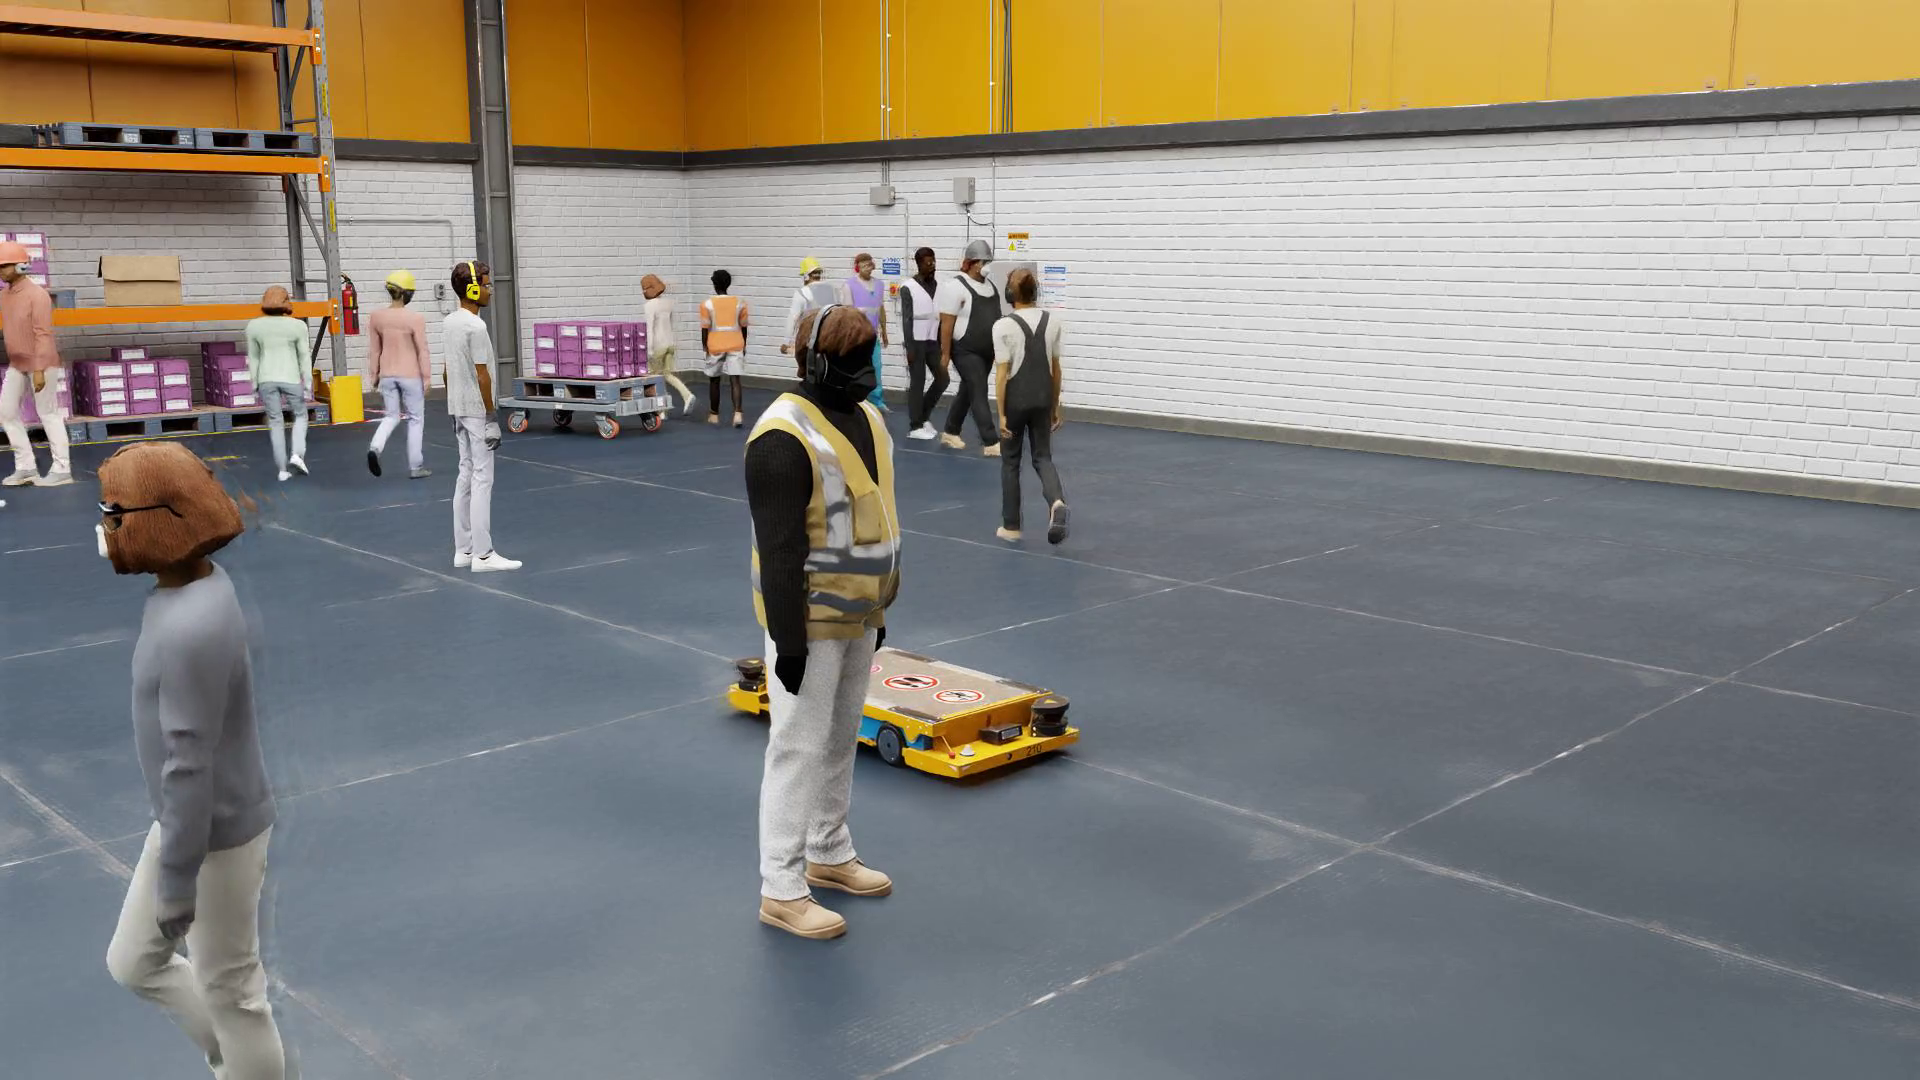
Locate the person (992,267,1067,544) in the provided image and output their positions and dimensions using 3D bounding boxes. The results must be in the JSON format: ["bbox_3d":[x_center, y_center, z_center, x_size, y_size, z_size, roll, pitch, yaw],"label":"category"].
[{"bbox_3d":[0.465,-0.854,10.802,0.528,1.824,0.706,-4,11,-22],"label":"person"}]

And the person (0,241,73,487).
[{"bbox_3d":[-7.490,-1.384,13.279,0.660,1.965,0.672,5,12,27],"label":"person"}]

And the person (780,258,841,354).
[{"bbox_3d":[-1.611,-2.185,18.197,0.944,1.769,0.610,10,14,43],"label":"person"}]

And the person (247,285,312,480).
[{"bbox_3d":[-5.620,-1.299,13.789,0.503,1.620,0.338,-2,11,-10],"label":"person"}]

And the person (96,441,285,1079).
[{"bbox_3d":[-1.572,0.604,3.376,0.352,1.617,0.530,-5,12,-27],"label":"person"}]

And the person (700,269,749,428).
[{"bbox_3d":[-2.479,-2.013,17.542,0.535,1.670,0.740,-3,11,-17],"label":"person"}]

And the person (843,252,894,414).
[{"bbox_3d":[-1.089,-2.331,18.822,0.621,1.834,0.618,9,14,41],"label":"person"}]

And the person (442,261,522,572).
[{"bbox_3d":[-2.923,-0.743,10.060,0.315,1.870,0.533,-9,14,-40],"label":"person"}]

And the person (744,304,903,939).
[{"bbox_3d":[-0.388,0.230,4.883,0.433,1.835,0.632,5,11,23],"label":"person"}]

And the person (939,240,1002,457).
[{"bbox_3d":[0.130,-1.826,15.500,1.041,2.000,0.697,8,13,39],"label":"person"}]

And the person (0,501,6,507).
[{"bbox_3d":[-7.384,-1.073,11.964,0.506,1.835,0.799,7,13,34],"label":"person"}]

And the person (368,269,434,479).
[{"bbox_3d":[-4.604,-1.342,13.649,0.541,1.743,0.608,3,11,16],"label":"person"}]

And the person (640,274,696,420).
[{"bbox_3d":[-3.206,-2.093,18.151,0.579,1.607,0.514,5,11,24],"label":"person"}]

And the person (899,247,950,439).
[{"bbox_3d":[-0.363,-1.940,16.487,0.458,1.901,0.630,8,13,39],"label":"person"}]

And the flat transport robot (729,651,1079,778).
[{"bbox_3d":[-0.259,0.658,6.787,0.652,0.197,1.431,-10,14,-42],"label":"flat transport robot"}]
